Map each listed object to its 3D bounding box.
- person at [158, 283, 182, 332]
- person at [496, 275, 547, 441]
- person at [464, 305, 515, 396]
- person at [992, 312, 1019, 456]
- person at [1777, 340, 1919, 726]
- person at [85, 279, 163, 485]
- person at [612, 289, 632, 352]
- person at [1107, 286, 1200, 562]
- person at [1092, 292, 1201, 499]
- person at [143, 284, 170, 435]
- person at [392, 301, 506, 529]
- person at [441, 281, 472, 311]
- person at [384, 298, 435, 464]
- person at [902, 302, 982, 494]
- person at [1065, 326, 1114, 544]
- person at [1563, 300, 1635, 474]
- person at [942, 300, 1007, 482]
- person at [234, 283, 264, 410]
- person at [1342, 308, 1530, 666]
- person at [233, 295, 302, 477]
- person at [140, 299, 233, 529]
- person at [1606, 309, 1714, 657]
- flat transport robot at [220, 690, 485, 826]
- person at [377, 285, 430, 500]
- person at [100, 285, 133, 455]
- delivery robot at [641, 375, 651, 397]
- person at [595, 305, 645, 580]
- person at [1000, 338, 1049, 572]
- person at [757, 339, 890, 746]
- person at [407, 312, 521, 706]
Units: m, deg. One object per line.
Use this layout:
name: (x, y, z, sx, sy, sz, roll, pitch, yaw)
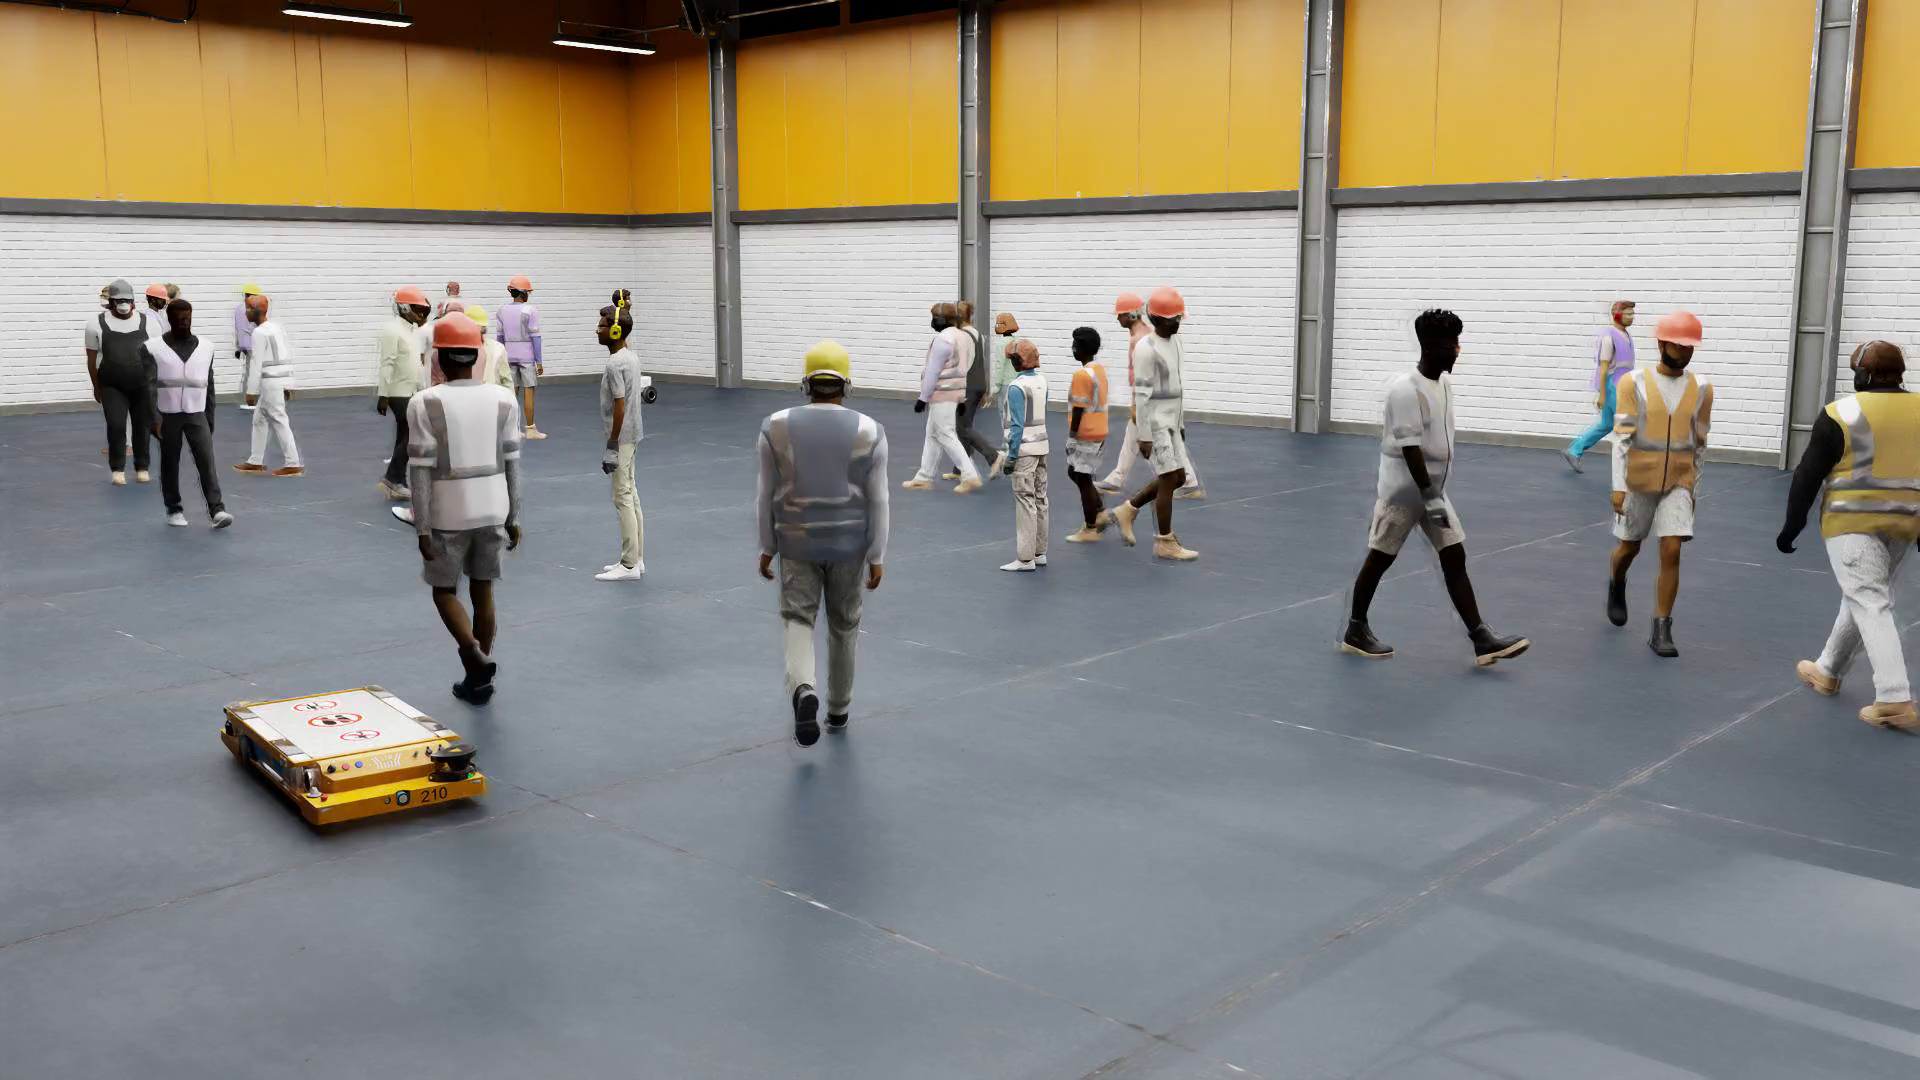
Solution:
person: (-11.276, -2.679, 23.604, 0.698, 1.925, 0.636, -9, 13, -43)
person: (-5.402, -2.239, 20.529, 0.616, 2.041, 0.377, 4, 10, 23)
person: (-4.199, -1.149, 14.596, 0.611, 1.791, 0.863, -6, 11, -31)
person: (0.519, -1.728, 18.648, 0.287, 1.635, 0.500, 5, 10, 27)
person: (4.316, -0.052, 7.922, 0.640, 1.792, 0.998, -1, 9, -5)
person: (-8.171, -1.559, 16.371, 0.692, 2.000, 0.677, -6, 11, -34)
person: (-4.208, -2.194, 20.787, 0.318, 1.870, 0.531, -5, 10, -26)
person: (1.402, -0.836, 12.051, 0.643, 2.003, 0.655, 5, 11, 29)
person: (1.750, -1.324, 15.355, 1.064, 1.911, 0.652, 2, 9, 9)
person: (-10.234, -2.296, 21.241, 0.380, 1.927, 0.542, -5, 11, -30)
person: (-4.124, -0.996, 13.475, 0.993, 1.851, 0.674, 3, 10, 16)
person: (-8.653, -3.472, 28.506, 0.407, 1.910, 0.639, 8, 12, 42)
person: (-5.760, -1.715, 18.035, 0.959, 1.821, 0.536, -2, 9, -9)
person: (-0.157, -1.345, 15.755, 0.836, 1.812, 0.627, 2, 10, 15)
person: (0.960, -0.798, 12.809, 0.363, 1.687, 0.538, 3, 10, 16)
person: (6.613, -1.536, 16.933, 0.869, 1.819, 0.574, 8, 12, 39)
person: (0.145, -1.454, 16.433, 0.703, 1.821, 0.521, 6, 11, 32)
person: (-10.597, -2.925, 25.181, 0.622, 1.891, 0.868, 6, 11, 34)
person: (2.493, -0.261, 8.808, 1.038, 1.901, 0.597, 9, 13, 44)
person: (-7.125, -1.550, 16.892, 0.836, 1.849, 0.600, -1, 9, -6)
person: (-6.275, -1.000, 13.466, 0.607, 1.867, 0.981, -8, 12, -41)
person: (3.909, -0.348, 9.381, 0.549, 1.907, 0.866, 1, 9, 6)
flat transport robot: (-2.572, 0.860, 6.952, 0.652, 0.197, 1.431, -7, 12, -37)
person: (-5.047, -1.325, 15.132, 0.497, 1.969, 0.658, 0, 9, 1)
person: (-9.594, -1.930, 18.957, 0.631, 1.940, 0.369, 7, 11, 35)
delivery robot: (-5.197, -2.456, 26.129, 0.477, 0.478, 0.707, 7, 11, 36)
person: (-2.337, -0.658, 11.368, 0.328, 1.873, 0.514, 0, 9, 0)
person: (0.464, -0.593, 11.682, 0.312, 1.638, 0.512, 5, 10, 26)
person: (-0.608, 0.019, 7.394, 0.598, 1.816, 0.697, 0, 9, -3)
person: (-2.331, -0.121, 7.927, 0.550, 1.921, 0.622, -6, 11, -35)
